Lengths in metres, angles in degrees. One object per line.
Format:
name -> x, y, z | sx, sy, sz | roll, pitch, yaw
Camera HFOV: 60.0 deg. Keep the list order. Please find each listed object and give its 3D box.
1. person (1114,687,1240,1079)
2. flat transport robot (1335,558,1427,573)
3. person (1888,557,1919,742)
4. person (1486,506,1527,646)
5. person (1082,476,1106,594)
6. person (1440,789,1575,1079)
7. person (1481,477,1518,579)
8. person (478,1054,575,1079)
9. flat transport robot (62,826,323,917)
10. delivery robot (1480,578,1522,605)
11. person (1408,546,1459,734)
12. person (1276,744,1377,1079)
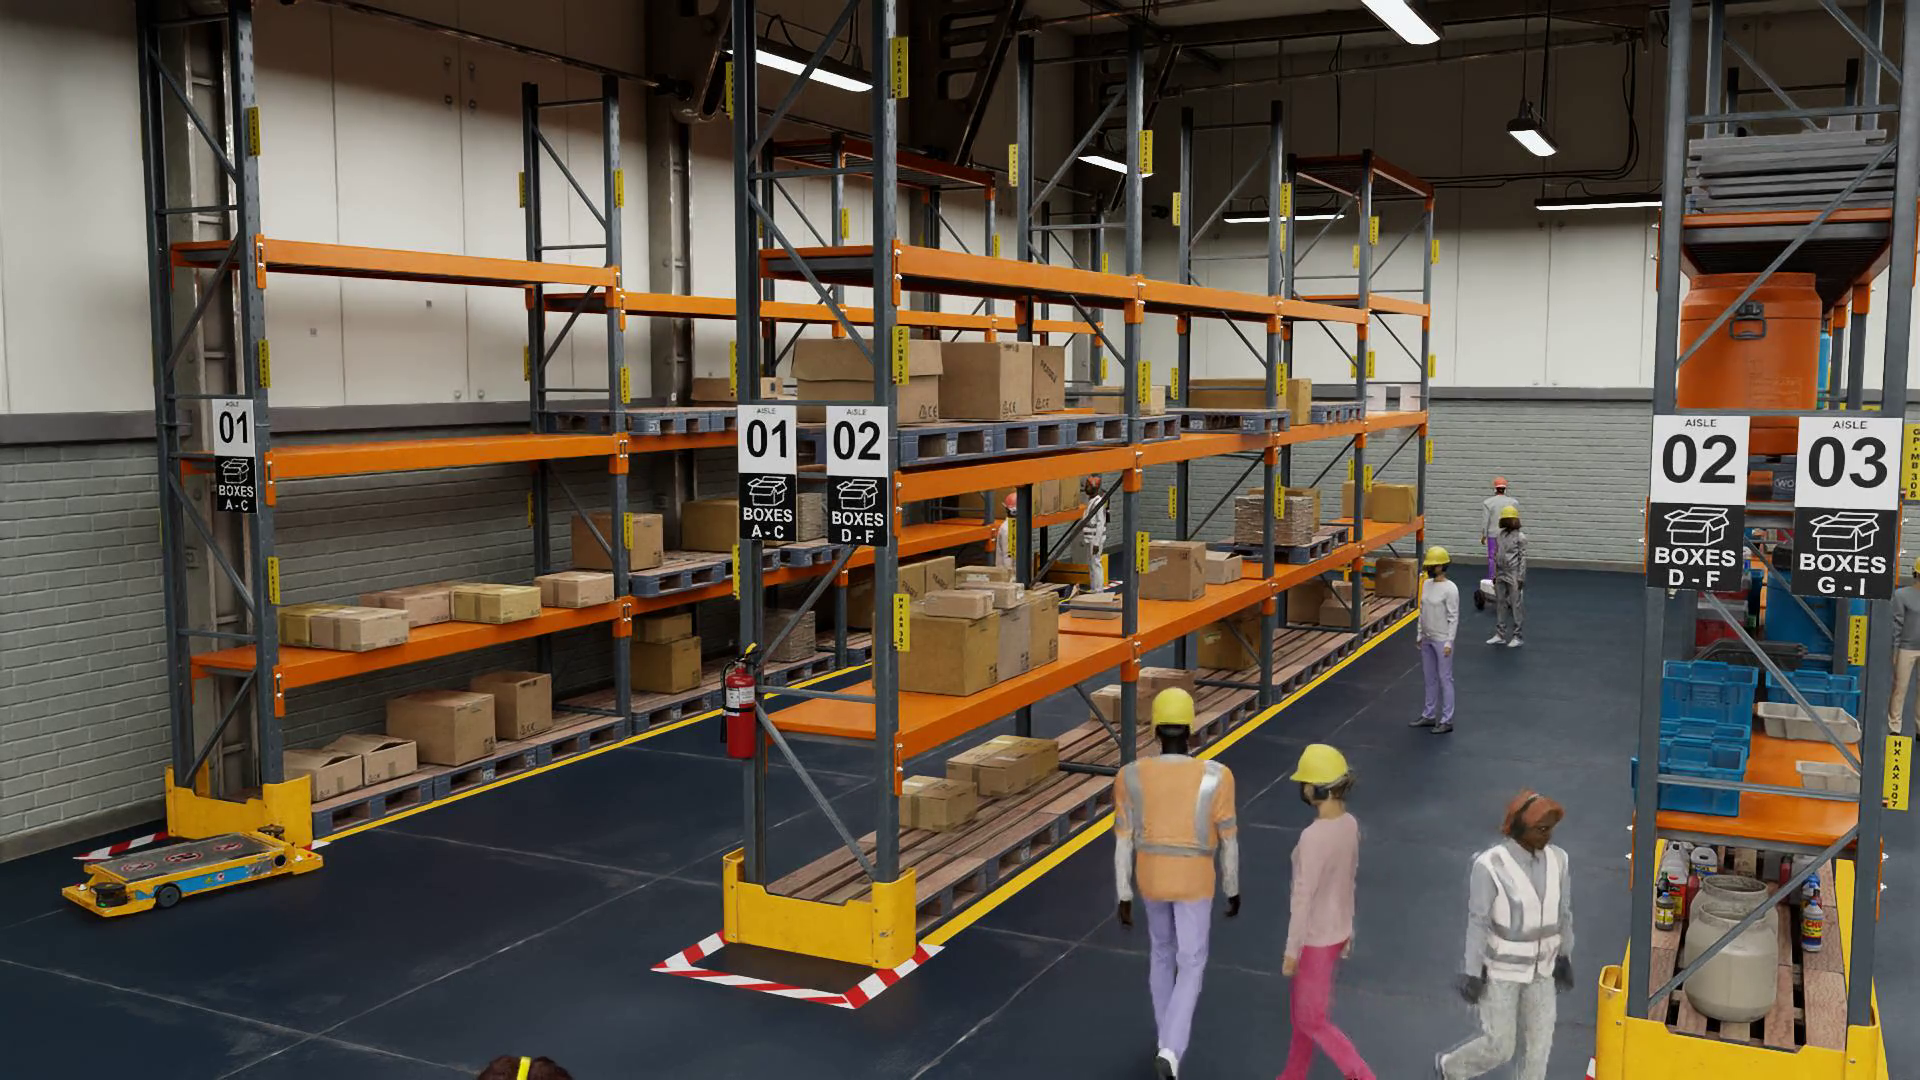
person -> 1.022, 1.665, 8.034 | 0.594, 1.898, 0.866 | 2, 6, 21
flat transport robot -> 7.002, 0.452, 27.612 | 0.652, 0.197, 1.431 | -5, 7, -38
person -> 8.723, 1.002, 15.112 | 0.524, 1.760, 0.327 | 0, 6, 3
person -> 6.801, 0.461, 20.576 | 0.370, 1.753, 0.506 | -3, 7, -26
person -> 1.931, 0.017, 24.074 | 0.343, 1.882, 0.586 | -1, 6, -6
person -> 2.407, 1.869, 7.346 | 0.557, 1.616, 0.528 | -3, 6, -24
person -> 8.372, -0.101, 25.846 | 0.564, 1.752, 0.338 | 0, 6, -1
person -> -1.035, 2.105, 3.872 | 0.316, 1.863, 0.533 | -3, 7, -29
flat transport robot -> -5.038, 2.163, 10.965 | 0.652, 0.197, 1.431 | 5, 8, 41
delivery robot -> 7.620, 0.696, 23.423 | 0.477, 0.478, 0.707 | -1, 6, -7
person -> 4.497, 0.944, 15.709 | 0.359, 1.777, 0.533 | -2, 6, -21
person -> 1.650, 1.787, 7.517 | 0.716, 1.743, 0.544 | 4, 7, 31
